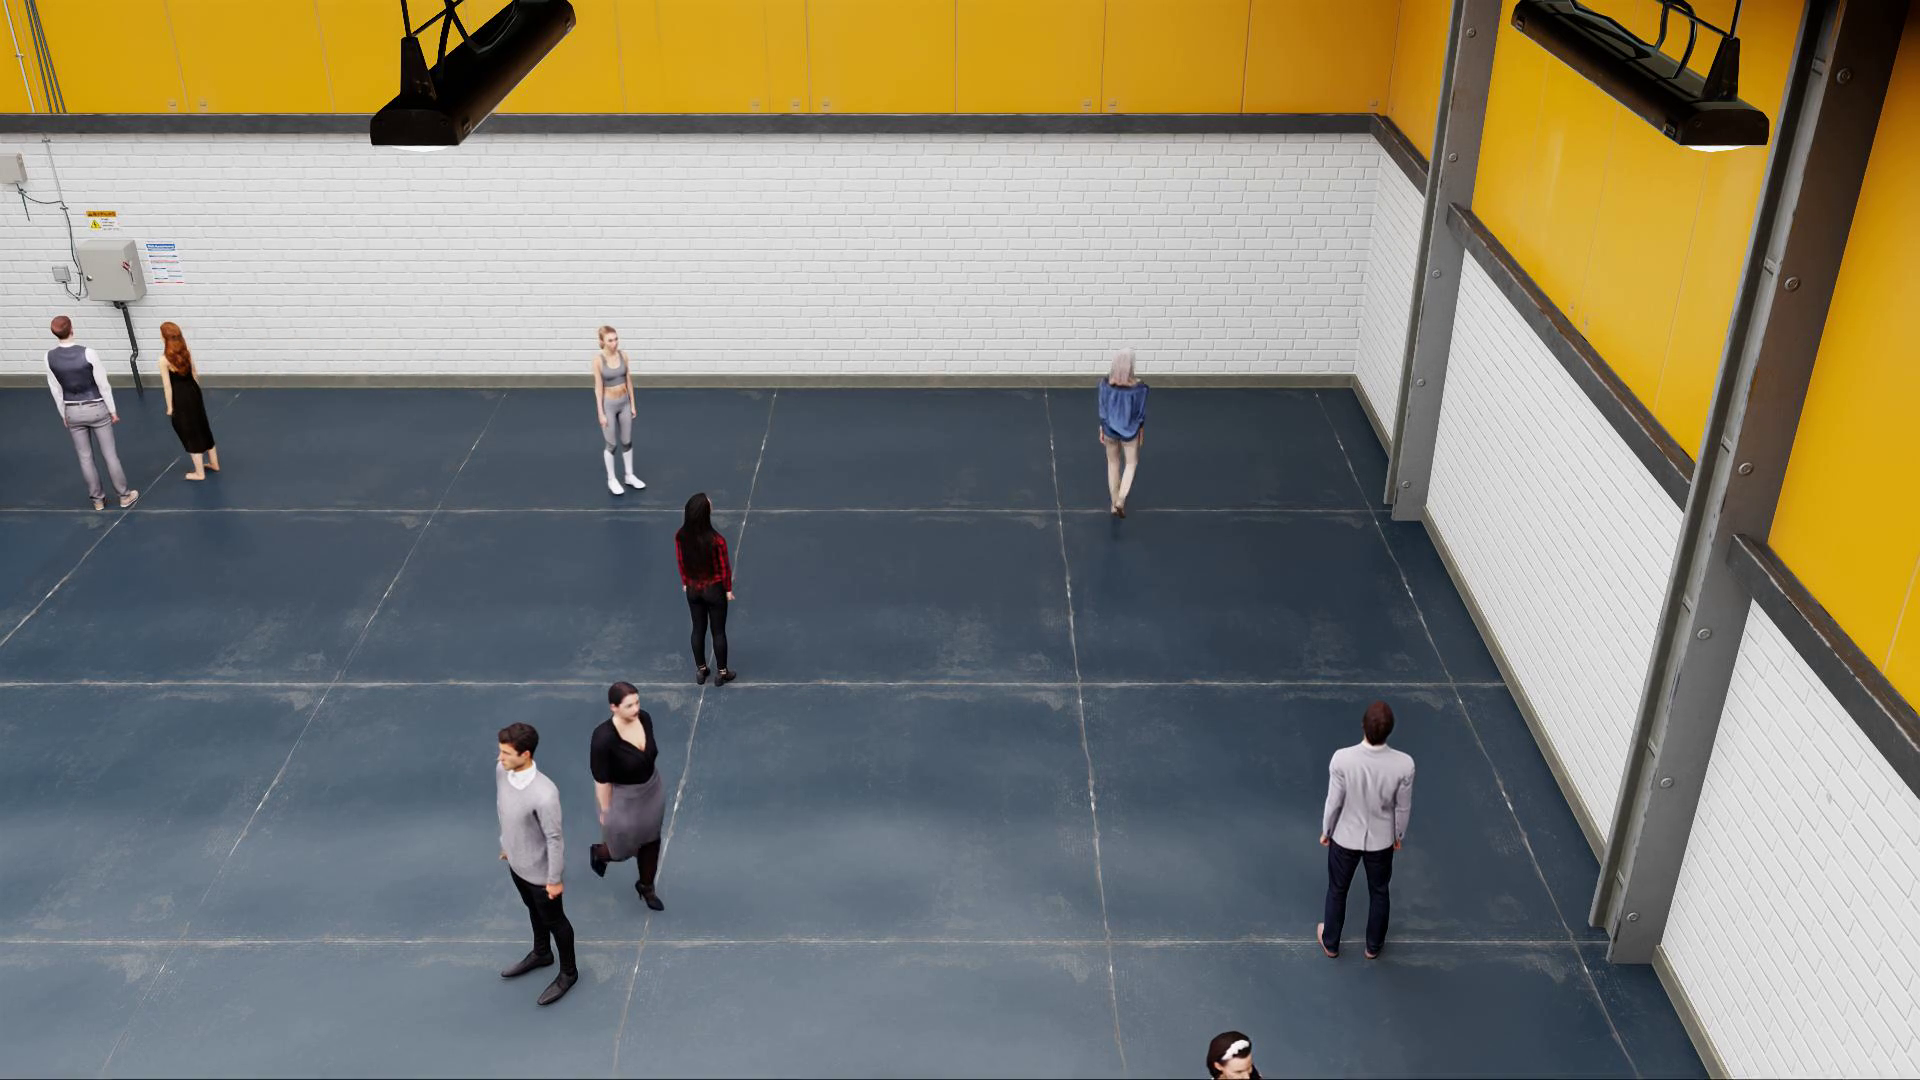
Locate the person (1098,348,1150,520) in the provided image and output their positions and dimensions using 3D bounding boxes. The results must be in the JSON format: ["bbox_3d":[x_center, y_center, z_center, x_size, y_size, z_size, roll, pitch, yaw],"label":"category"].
[{"bbox_3d":[1.479,-0.942,15.436,0.745,1.682,0.954,7,29,12],"label":"person"}]

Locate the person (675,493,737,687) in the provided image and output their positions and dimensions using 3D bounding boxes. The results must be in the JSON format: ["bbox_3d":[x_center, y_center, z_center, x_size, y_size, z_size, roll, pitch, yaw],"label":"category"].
[{"bbox_3d":[-1.988,0.395,13.011,0.642,1.657,0.603,8,30,15],"label":"person"}]

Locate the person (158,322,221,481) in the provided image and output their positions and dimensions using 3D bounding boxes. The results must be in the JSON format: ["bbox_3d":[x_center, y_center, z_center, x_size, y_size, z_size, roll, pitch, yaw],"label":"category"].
[{"bbox_3d":[-7.573,-1.367,16.276,0.711,1.624,0.616,11,31,20],"label":"person"}]

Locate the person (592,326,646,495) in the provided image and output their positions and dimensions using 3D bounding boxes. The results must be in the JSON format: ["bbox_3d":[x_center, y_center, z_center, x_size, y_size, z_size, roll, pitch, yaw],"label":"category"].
[{"bbox_3d":[-3.328,-1.269,16.012,0.648,1.704,0.703,-24,37,-37],"label":"person"}]

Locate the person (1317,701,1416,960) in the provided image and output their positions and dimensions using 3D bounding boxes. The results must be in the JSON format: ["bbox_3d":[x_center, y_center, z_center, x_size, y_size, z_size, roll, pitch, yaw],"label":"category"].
[{"bbox_3d":[2.480,1.801,10.230,0.697,1.852,0.615,3,29,6],"label":"person"}]

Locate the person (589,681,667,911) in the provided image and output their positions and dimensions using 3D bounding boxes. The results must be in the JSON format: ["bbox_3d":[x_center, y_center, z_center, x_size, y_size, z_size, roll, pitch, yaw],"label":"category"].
[{"bbox_3d":[-2.181,1.634,10.648,0.981,1.744,0.947,19,34,31],"label":"person"}]

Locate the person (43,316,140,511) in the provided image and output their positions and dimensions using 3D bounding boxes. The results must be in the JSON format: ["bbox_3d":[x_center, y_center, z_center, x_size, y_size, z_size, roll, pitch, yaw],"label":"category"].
[{"bbox_3d":[-8.222,-1.206,15.653,0.702,1.937,0.635,-6,29,-10],"label":"person"}]

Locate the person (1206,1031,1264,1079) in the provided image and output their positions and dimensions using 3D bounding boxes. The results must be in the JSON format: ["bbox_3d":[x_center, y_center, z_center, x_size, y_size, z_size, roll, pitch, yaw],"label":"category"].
[{"bbox_3d":[1.234,3.056,7.964,0.856,1.819,0.909,-21,35,-34],"label":"person"}]

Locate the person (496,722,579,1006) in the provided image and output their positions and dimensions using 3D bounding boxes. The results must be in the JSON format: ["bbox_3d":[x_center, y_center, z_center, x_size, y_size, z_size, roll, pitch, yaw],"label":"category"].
[{"bbox_3d":[-2.540,1.899,9.977,0.894,1.923,0.831,-25,37,-38],"label":"person"}]
